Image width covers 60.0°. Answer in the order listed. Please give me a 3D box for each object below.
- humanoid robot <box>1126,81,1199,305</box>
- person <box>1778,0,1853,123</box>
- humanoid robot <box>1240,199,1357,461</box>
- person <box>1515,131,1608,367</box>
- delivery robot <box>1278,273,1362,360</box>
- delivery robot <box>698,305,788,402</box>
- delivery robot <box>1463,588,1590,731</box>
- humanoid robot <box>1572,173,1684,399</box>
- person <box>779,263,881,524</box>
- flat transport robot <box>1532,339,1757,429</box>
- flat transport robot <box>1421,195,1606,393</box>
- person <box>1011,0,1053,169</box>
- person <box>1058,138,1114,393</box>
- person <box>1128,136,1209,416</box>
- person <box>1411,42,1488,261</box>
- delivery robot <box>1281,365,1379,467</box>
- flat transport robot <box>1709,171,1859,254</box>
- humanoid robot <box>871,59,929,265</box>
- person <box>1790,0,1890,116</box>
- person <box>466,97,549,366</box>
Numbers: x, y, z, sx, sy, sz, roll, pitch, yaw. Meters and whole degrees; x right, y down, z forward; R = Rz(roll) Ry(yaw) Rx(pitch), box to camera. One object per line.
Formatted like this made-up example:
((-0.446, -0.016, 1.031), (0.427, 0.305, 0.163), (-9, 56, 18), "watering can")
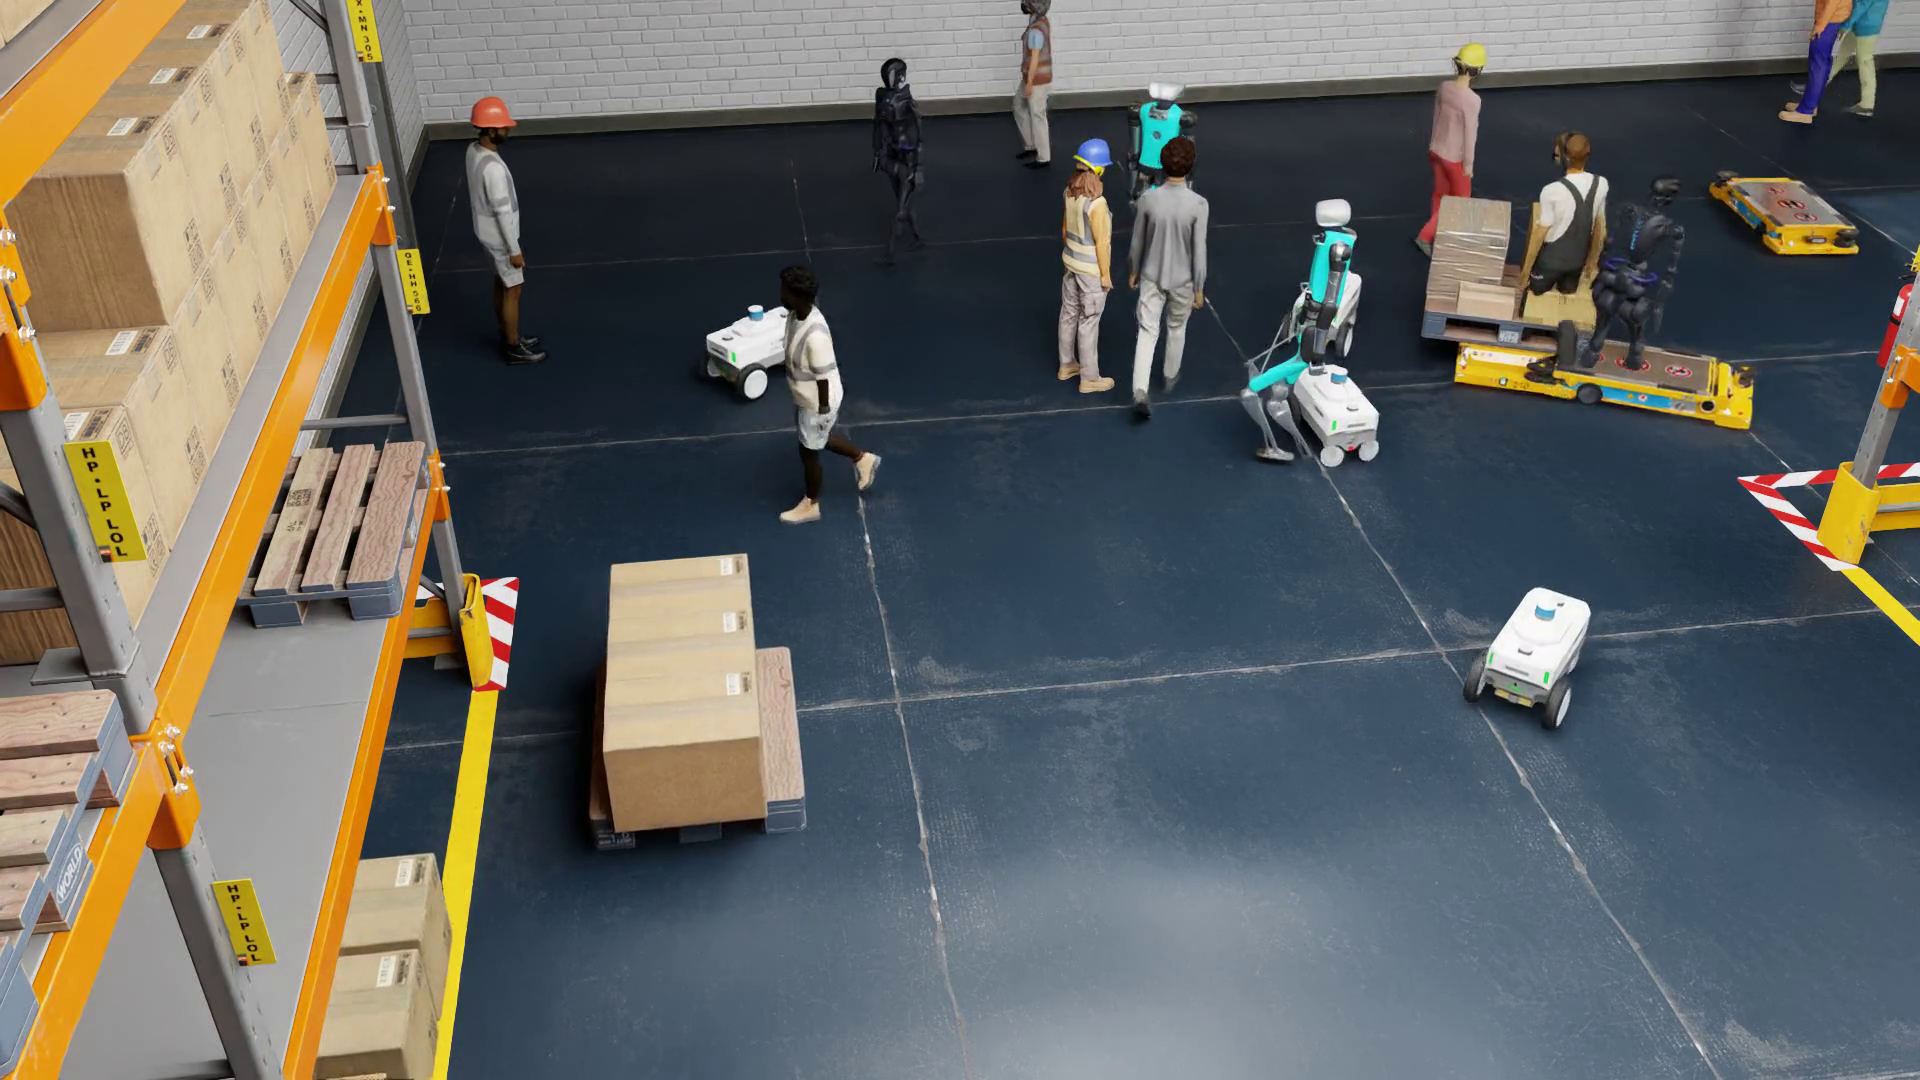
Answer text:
((1.572, -2.667, 12.582), (0.548, 1.766, 0.775), (15, 36, 21), "humanoid robot")
((8.328, -5.015, 15.969), (0.374, 1.986, 0.504), (23, 39, 31), "person")
((2.044, -1.256, 10.464), (0.739, 1.812, 0.568), (2, 33, 3), "humanoid robot")
((4.082, -1.923, 11.400), (0.567, 1.815, 0.680), (-9, 34, -14), "person")
((2.674, -1.679, 12.181), (0.499, 0.613, 0.803), (15, 36, 22), "delivery robot")
((-1.434, -1.328, 11.643), (0.519, 0.613, 0.784), (28, 43, 36), "delivery robot")
((3.009, 0.576, 8.694), (0.499, 0.578, 0.764), (21, 38, 28), "delivery robot")
((4.492, -1.691, 11.183), (0.574, 1.647, 0.605), (-19, 38, -27), "humanoid robot")
((-0.801, -0.878, 9.902), (0.613, 1.675, 0.541), (-10, 34, -15), "person")
((4.742, -1.117, 11.564), (1.431, 0.231, 0.659), (13, 35, 19), "flat transport robot")
((3.987, -1.499, 12.150), (0.659, 0.231, 1.431), (9, 34, 14), "flat transport robot")
((0.626, -4.151, 14.920), (0.481, 1.669, 0.481), (2, 33, 4), "person")
((0.871, -1.861, 11.325), (0.312, 1.775, 0.460), (-19, 38, -26), "person")
((1.362, -1.737, 11.057), (0.545, 1.868, 0.849), (8, 34, 13), "person")
((3.884, -3.063, 13.186), (0.461, 1.750, 0.534), (-12, 35, -18), "person")
((2.454, -0.854, 10.917), (0.526, 0.614, 0.785), (-6, 34, -9), "delivery robot")
((6.976, -2.777, 14.108), (0.659, 0.231, 1.431), (-1, 33, -1), "flat transport robot")
((-0.511, -3.006, 13.188), (0.721, 1.632, 0.613), (-27, 42, -35), "humanoid robot")
((8.754, -5.060, 16.288), (0.869, 1.703, 0.567), (17, 37, 24), "person")
((-3.182, -2.141, 11.623), (0.388, 1.926, 0.546), (-17, 37, -24), "person")
